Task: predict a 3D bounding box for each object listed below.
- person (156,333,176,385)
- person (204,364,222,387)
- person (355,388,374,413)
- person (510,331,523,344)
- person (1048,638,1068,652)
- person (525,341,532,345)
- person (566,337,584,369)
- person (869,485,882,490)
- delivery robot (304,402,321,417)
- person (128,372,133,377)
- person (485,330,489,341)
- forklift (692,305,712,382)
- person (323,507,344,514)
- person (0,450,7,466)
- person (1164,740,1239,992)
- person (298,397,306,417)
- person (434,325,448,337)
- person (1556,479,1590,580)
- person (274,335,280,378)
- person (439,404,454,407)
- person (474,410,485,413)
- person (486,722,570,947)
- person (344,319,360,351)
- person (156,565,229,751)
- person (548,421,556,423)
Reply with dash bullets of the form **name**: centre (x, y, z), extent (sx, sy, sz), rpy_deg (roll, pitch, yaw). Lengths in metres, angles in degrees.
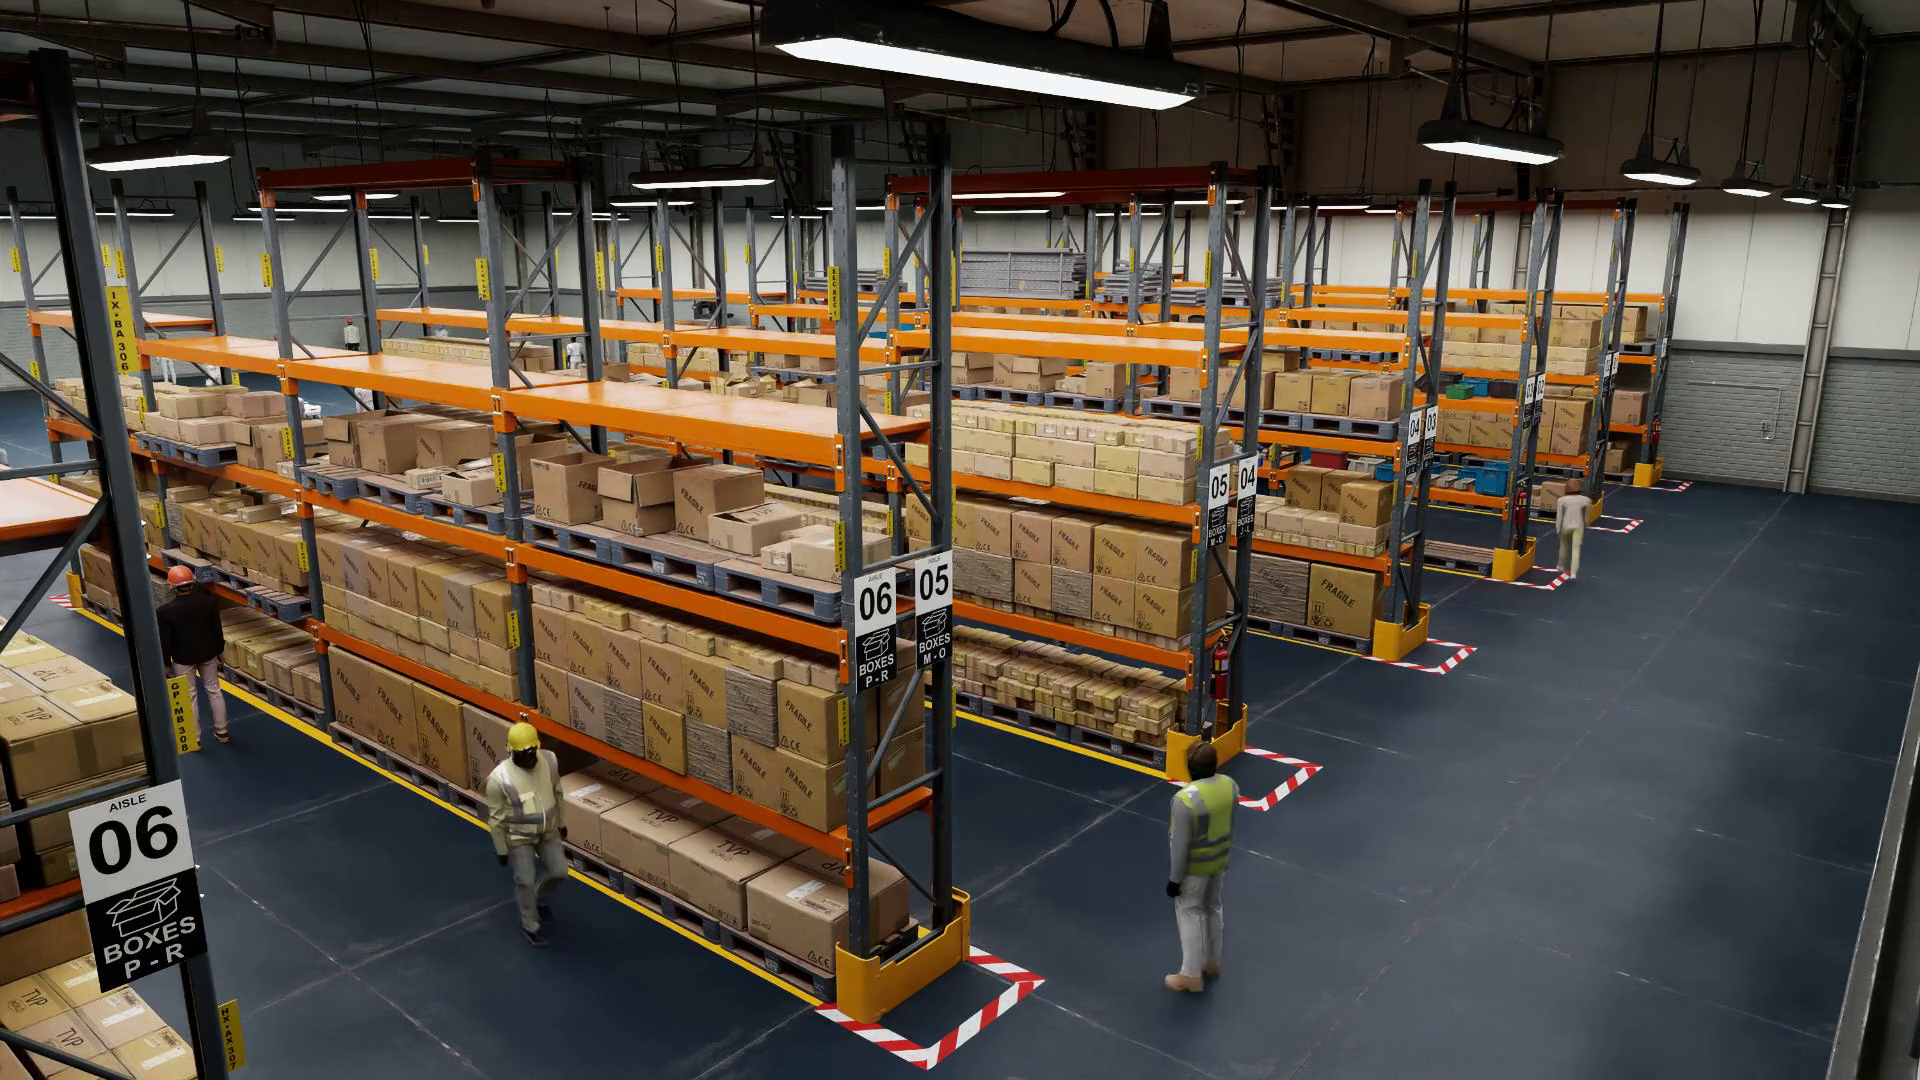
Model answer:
- **person**: centre (-28.459, -6.453, 45.134), extent (0.370, 1.939, 0.631), rpy_deg (11, 17, 38)
- **person**: centre (-23.700, -5.191, 39.880), extent (0.613, 1.974, 1.094), rpy_deg (1, 14, 5)
- **person**: centre (-15.219, -3.342, 32.405), extent (0.408, 1.908, 0.644), rpy_deg (11, 17, 38)
- **person**: centre (-18.189, -8.016, 51.723), extent (0.429, 1.874, 0.768), rpy_deg (4, 14, 16)
- **person**: centre (1.221, 0.653, 16.118), extent (0.404, 1.836, 0.594), rpy_deg (11, 17, 38)
- **person**: centre (-14.351, -5.656, 41.903), extent (0.618, 1.913, 0.599), rpy_deg (13, 19, 42)
- **person**: centre (-13.570, -6.286, 44.446), extent (0.647, 1.950, 0.385), rpy_deg (-13, 19, -42)
- **person**: centre (-1.594, -1.382, 24.058), extent (0.376, 2.043, 0.609), rpy_deg (11, 17, 38)
- **delivery robot**: centre (-19.228, -3.818, 37.073), extent (0.477, 0.478, 0.707), rpy_deg (11, 17, 38)
- **person**: centre (-26.080, -4.872, 39.280), extent (0.578, 1.619, 0.525), rpy_deg (11, 17, 37)
- **person**: centre (-17.545, -6.964, 47.231), extent (0.351, 1.942, 0.547), rpy_deg (11, 17, 38)
- **forklift**: centre (-9.511, -7.392, 47.124), extent (1.873, 2.768, 1.129), rpy_deg (11, 17, 38)
- **person**: centre (-12.088, -1.327, 24.049), extent (0.370, 1.939, 0.631), rpy_deg (11, 17, 38)
- **person**: centre (-17.807, -1.060, 23.212), extent (0.552, 1.816, 0.977), rpy_deg (-4, 14, -18)
- **person**: centre (1.747, 2.362, 9.173), extent (0.672, 1.835, 0.480), rpy_deg (-11, 18, -38)
- **person**: centre (-15.856, -2.753, 29.940), extent (0.368, 1.927, 0.589), rpy_deg (11, 17, 38)
- **person**: centre (-21.213, -7.953, 51.440), extent (0.665, 1.869, 0.980), rpy_deg (2, 14, 9)
- **person**: centre (9.745, -0.180, 20.069), extent (0.503, 1.584, 0.901), rpy_deg (4, 14, 17)
- **person**: centre (-25.969, -7.012, 48.056), extent (0.308, 1.641, 0.517), rpy_deg (11, 17, 38)
- **person**: centre (-13.154, -3.305, 32.330), extent (0.326, 1.871, 0.520), rpy_deg (11, 17, 38)
- **person**: centre (-13.698, -4.205, 35.892), extent (0.640, 1.932, 0.441), rpy_deg (-10, 17, -37)
- **person**: centre (-3.282, 2.235, 9.643), extent (0.426, 1.813, 0.621), rpy_deg (11, 18, 39)
- **person**: centre (-25.186, -8.193, 52.173), extent (0.381, 1.994, 0.614), rpy_deg (11, 17, 38)
- **person**: centre (-8.141, 1.237, 13.377), extent (0.374, 1.997, 0.614), rpy_deg (11, 17, 38)
- **person**: centre (-9.817, -2.948, 30.717), extent (0.370, 1.939, 0.631), rpy_deg (11, 17, 38)
